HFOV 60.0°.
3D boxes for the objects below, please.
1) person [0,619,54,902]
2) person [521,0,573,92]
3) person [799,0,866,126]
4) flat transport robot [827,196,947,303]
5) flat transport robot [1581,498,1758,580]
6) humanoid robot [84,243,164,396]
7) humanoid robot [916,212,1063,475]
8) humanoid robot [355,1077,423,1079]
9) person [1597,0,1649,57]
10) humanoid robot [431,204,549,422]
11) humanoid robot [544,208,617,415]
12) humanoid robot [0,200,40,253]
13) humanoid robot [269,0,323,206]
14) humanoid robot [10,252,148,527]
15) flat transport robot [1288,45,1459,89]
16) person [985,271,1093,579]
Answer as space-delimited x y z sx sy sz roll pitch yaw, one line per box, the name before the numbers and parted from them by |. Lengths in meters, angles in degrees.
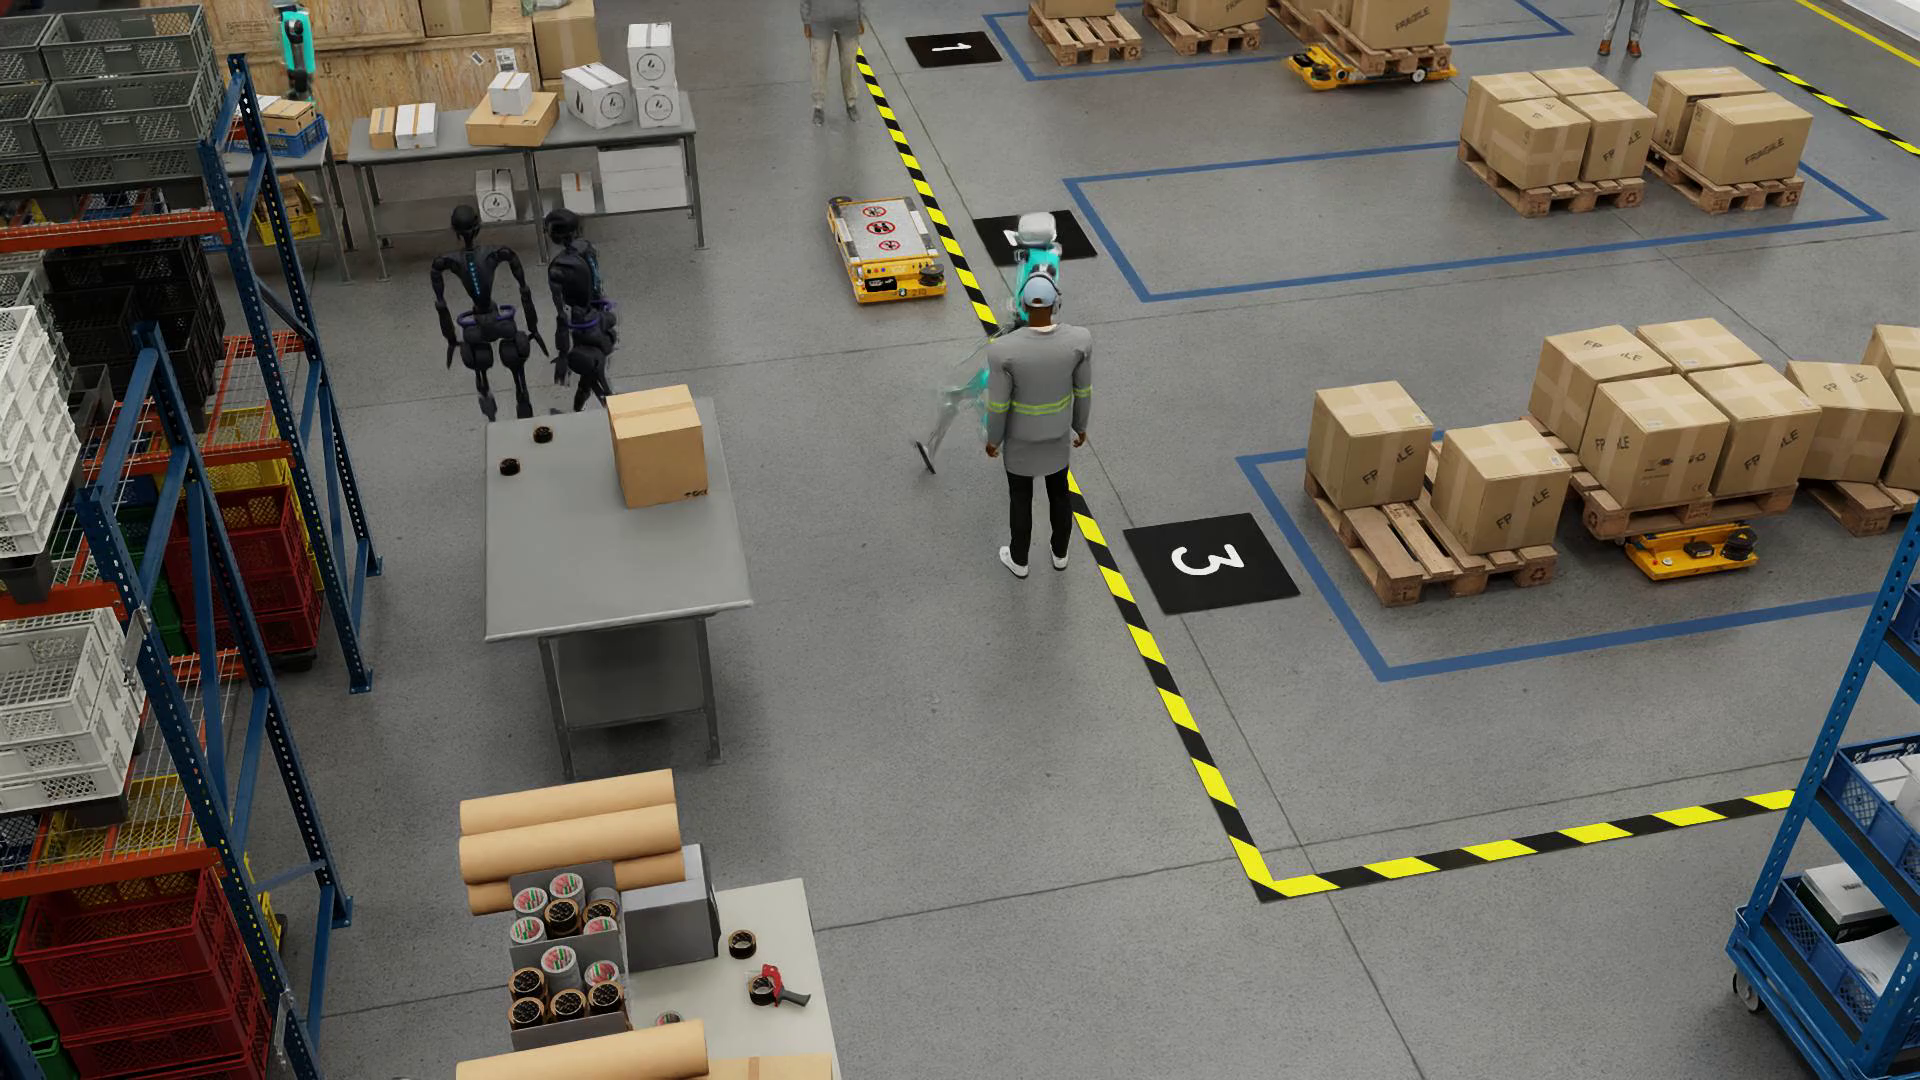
person | -4.206 0.829 7.132 0.622 1.835 0.431 -21 41 -25
person | -3.474 -4.491 14.194 0.412 1.939 0.602 23 42 27
person | -1.086 -4.452 14.277 0.572 1.769 0.399 -7 37 -9
flat transport robot | -0.570 -2.220 12.538 0.659 0.231 1.431 -8 37 -10
flat transport robot | 4.062 -0.294 9.926 0.652 0.197 1.431 -8 37 -10
humanoid robot | -4.829 -1.103 9.847 0.342 1.651 0.602 -8 37 -10
humanoid robot | 0.111 -1.087 9.802 0.955 1.764 0.544 -1 37 -1
humanoid robot | -1.431 2.344 5.185 0.821 1.776 0.545 7 37 9
person | 6.402 -5.469 15.557 0.585 1.878 0.383 7 37 9
humanoid robot | -2.815 -1.233 10.023 0.608 1.643 0.342 -9 38 -12
humanoid robot | -2.283 -1.234 10.072 0.817 1.620 0.584 9 37 11
humanoid robot | -5.505 -1.344 10.186 0.525 1.643 0.591 15 39 19
humanoid robot | -5.228 -3.311 12.851 0.721 1.876 0.539 -10 38 -13
humanoid robot | -4.872 -0.861 9.477 0.705 1.777 0.541 -23 42 -27
flat transport robot | 3.867 -4.480 15.552 1.431 0.197 0.652 -8 37 -10
person | 0.416 -0.621 9.062 0.597 1.849 0.388 -9 38 -12
